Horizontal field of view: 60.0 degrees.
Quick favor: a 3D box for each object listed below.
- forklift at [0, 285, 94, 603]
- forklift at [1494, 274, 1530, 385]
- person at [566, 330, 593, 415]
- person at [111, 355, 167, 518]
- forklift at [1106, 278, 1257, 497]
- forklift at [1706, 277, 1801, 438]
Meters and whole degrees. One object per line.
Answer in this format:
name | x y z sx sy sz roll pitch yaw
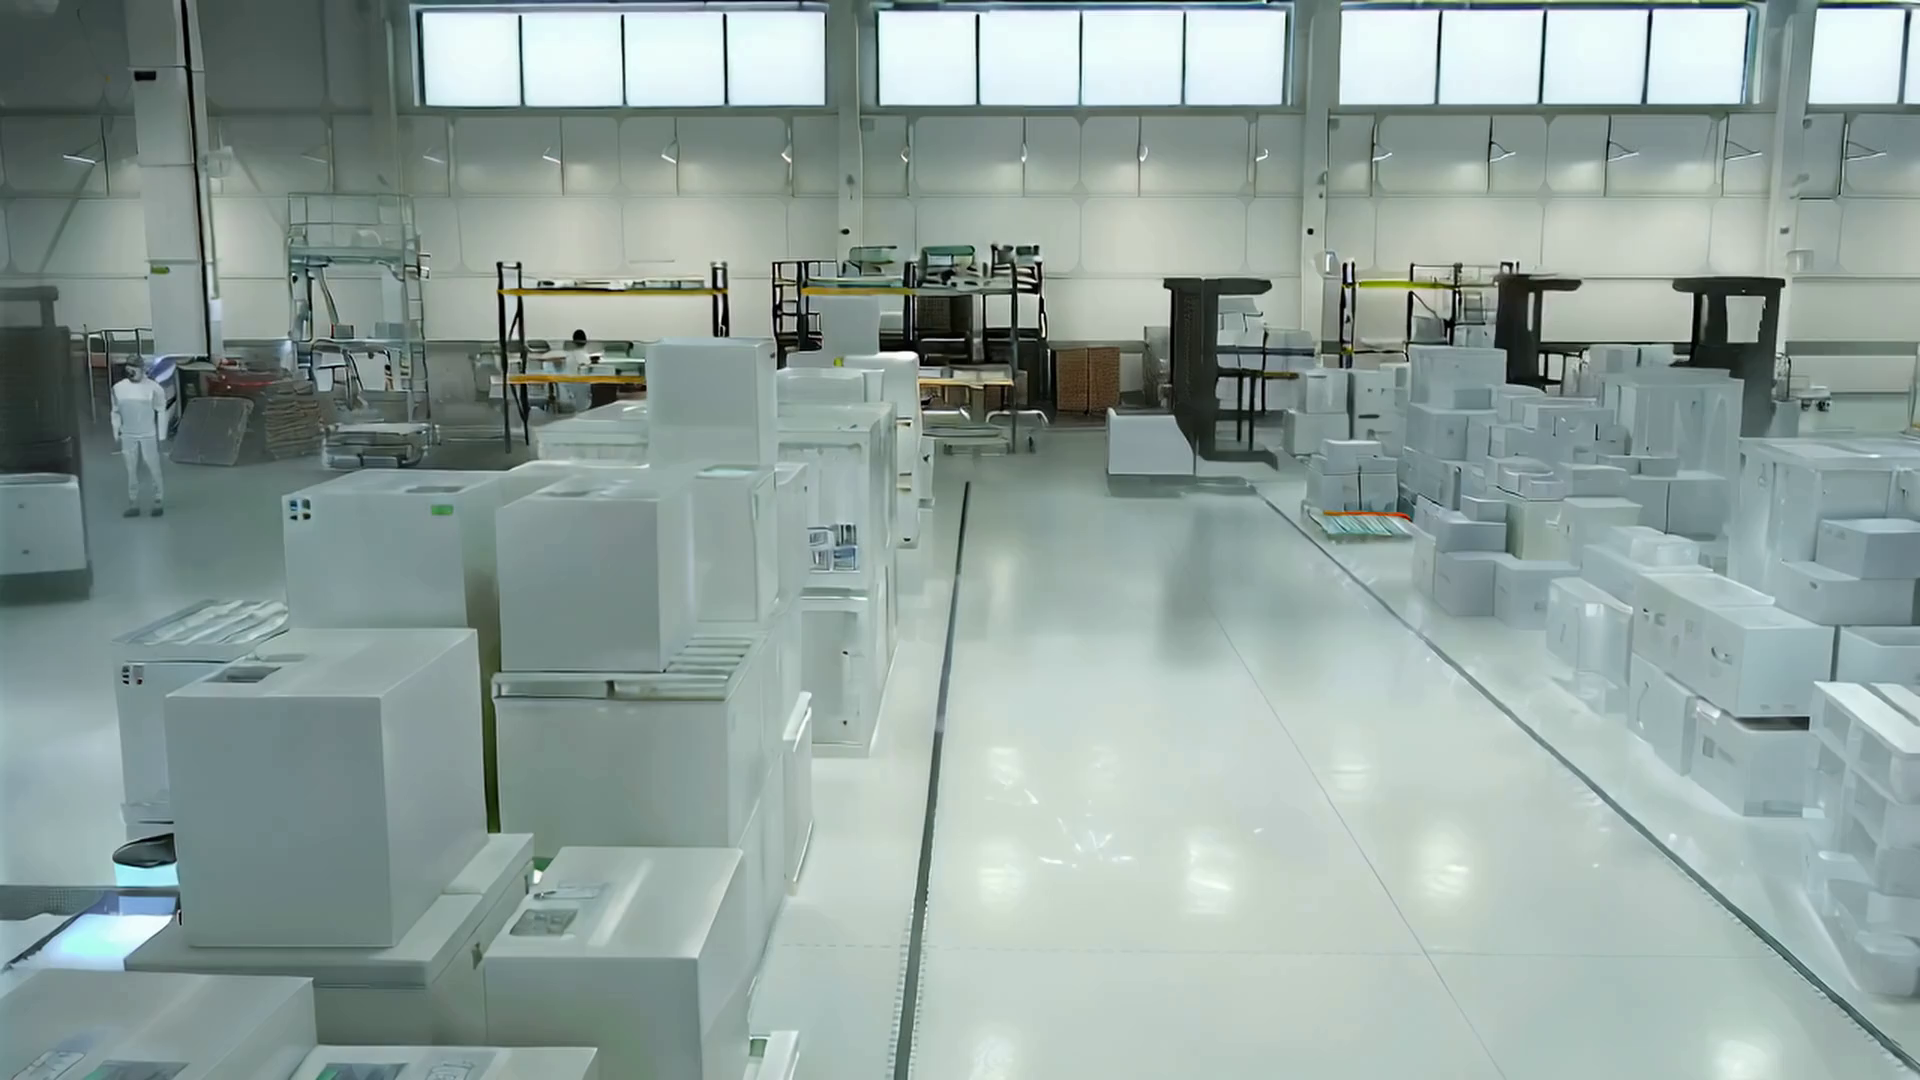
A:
forklift | -8.658 -0.926 15.185 1.129 2.768 1.873 -5 11 -27
forklift | 9.664 -3.285 29.312 1.873 2.768 1.129 0 9 1
person | -6.267 -2.512 27.546 0.375 1.932 0.544 4 10 20
person | -9.761 -1.227 19.805 0.630 1.940 0.372 -1 10 -5
forklift | 2.884 -2.007 21.659 1.873 2.768 1.129 0 9 1
forklift | 10.989 -2.306 23.447 1.873 2.768 1.129 -8 12 -39
